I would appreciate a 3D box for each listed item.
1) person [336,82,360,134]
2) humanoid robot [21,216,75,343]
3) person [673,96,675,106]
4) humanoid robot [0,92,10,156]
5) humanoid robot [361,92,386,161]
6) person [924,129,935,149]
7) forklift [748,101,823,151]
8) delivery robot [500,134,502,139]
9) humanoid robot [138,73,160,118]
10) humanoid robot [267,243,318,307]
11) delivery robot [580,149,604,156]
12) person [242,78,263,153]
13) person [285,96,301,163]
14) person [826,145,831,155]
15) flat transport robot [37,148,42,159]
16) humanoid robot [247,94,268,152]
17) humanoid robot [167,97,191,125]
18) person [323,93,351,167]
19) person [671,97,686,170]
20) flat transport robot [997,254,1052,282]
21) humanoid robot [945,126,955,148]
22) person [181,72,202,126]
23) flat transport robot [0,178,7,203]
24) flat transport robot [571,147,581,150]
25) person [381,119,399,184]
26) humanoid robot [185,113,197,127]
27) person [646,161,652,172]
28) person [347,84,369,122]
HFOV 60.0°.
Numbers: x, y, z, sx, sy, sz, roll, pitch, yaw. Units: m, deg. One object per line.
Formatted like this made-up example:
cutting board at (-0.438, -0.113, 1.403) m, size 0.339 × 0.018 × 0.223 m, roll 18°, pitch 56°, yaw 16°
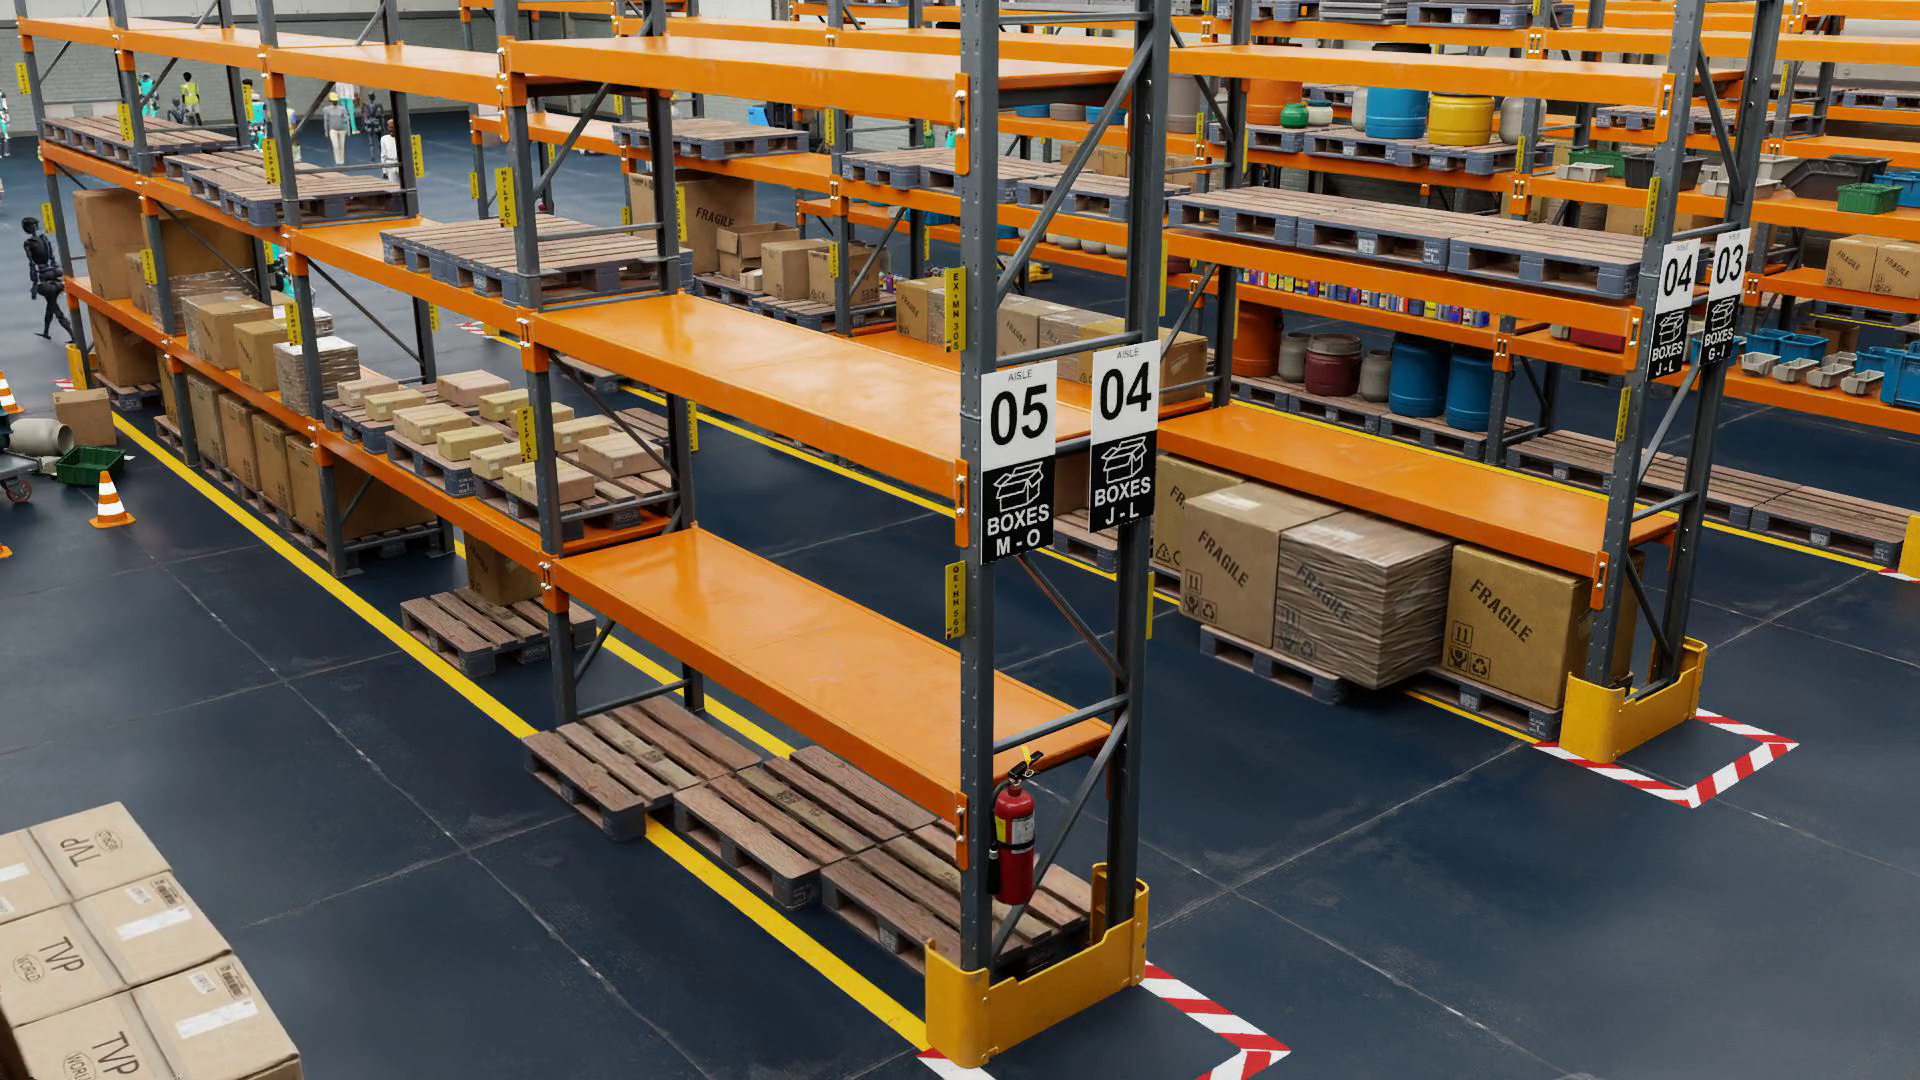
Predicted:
person at (-17.233, -12.378, 46.683) m, size 0.489 × 1.917 × 0.378 m, roll 2°, pitch 19°, yaw 5°
humanoid robot at (-11.747, -3.322, 21.313) m, size 0.712 × 1.633 × 0.615 m, roll 1°, pitch 19°, yaw 2°
person at (-7.330, -10.538, 41.414) m, size 0.497 × 1.940 × 0.978 m, roll -5°, pitch 20°, yaw -13°
humanoid robot at (-23.768, -10.324, 41.144) m, size 0.544 × 1.797 × 0.769 m, roll -13°, pitch 23°, yaw -32°
humanoid robot at (-14.392, -10.157, 40.788) m, size 0.591 × 1.627 × 0.775 m, roll -3°, pitch 20°, yaw -9°
person at (-0.677, -7.424, 32.844) m, size 0.472 × 1.741 × 0.343 m, roll -18°, pitch 26°, yaw -41°
forklift at (-4.526, -11.368, 42.374) m, size 1.129 × 2.768 × 1.873 m, roll -15°, pitch 24°, yaw -37°
delivery robot at (-12.285, -11.143, 45.170) m, size 0.499 × 0.564 × 0.737 m, roll -12°, pitch 23°, yaw -31°
humanoid robot at (-22.070, -11.700, 45.167) m, size 0.543 × 1.898 × 0.725 m, roll 0°, pitch 19°, yaw -1°
humanoid robot at (-8.366, -3.260, 20.865) m, size 0.718 × 1.708 × 0.530 m, roll -2°, pitch 19°, yaw -6°
delivery robot at (-9.275, -9.940, 41.801) m, size 0.508 × 0.600 × 0.772 m, roll -8°, pitch 21°, yaw -21°
person at (-17.894, -10.759, 42.185) m, size 0.396 × 1.845 × 0.784 m, roll -11°, pitch 22°, yaw -29°
person at (-14.963, -8.930, 36.960) m, size 0.534 × 1.862 × 0.896 m, roll 2°, pitch 19°, yaw 7°
person at (-2.513, -8.358, 35.511) m, size 0.576 × 1.728 × 0.828 m, roll -18°, pitch 26°, yaw -41°
flat transport robot at (-22.511, -9.609, 41.283) m, size 0.659 × 0.231 × 1.431 m, roll -10°, pitch 21°, yaw -25°
humanoid robot at (-16.396, -9.456, 38.624) m, size 0.975 × 1.736 × 0.543 m, roll 15°, pitch 24°, yaw 37°
humanoid robot at (-18.164, -9.494, 38.867) m, size 0.592 × 1.660 × 0.430 m, roll -12°, pitch 23°, yaw -31°
person at (-14.555, -9.572, 38.947) m, size 0.547 × 1.732 × 0.792 m, roll -11°, pitch 22°, yaw -29°
person at (-6.399, -9.037, 37.220) m, size 0.609 × 1.879 × 0.585 m, roll 6°, pitch 20°, yaw 16°
flat transport robot at (0.750, -4.246, 26.020) m, size 0.659 × 0.231 × 1.431 m, roll -13°, pitch 23°, yaw -33°
humanoid robot at (-0.413, -7.086, 31.957) m, size 0.910 × 1.815 × 0.558 m, roll -11°, pitch 22°, yaw -28°
person at (-21.607, -12.283, 46.754) m, size 0.321 × 1.690 × 0.535 m, roll 12°, pitch 22°, yaw 30°
flat transport robot at (-19.140, -6.313, 31.903) m, size 0.659 × 0.231 × 1.431 m, roll -1°, pitch 19°, yaw -3°
flat transport robot at (-9.394, -10.245, 43.094) m, size 0.659 × 0.231 × 1.431 m, roll 11°, pitch 22°, yaw 28°
person at (-10.571, -6.942, 31.263) m, size 0.572 × 1.882 × 0.356 m, roll -1°, pitch 19°, yaw -2°
humanoid robot at (-16.130, -8.151, 35.011) m, size 0.350 × 1.641 × 0.588 m, roll -14°, pitch 24°, yaw -35°
person at (-5.058, -5.945, 28.298) m, size 0.602 × 1.966 × 0.368 m, roll 16°, pitch 25°, yaw 39°
person at (-18.082, -13.437, 49.796) m, size 0.502 × 1.849 × 0.758 m, roll 18°, pitch 26°, yaw 41°
